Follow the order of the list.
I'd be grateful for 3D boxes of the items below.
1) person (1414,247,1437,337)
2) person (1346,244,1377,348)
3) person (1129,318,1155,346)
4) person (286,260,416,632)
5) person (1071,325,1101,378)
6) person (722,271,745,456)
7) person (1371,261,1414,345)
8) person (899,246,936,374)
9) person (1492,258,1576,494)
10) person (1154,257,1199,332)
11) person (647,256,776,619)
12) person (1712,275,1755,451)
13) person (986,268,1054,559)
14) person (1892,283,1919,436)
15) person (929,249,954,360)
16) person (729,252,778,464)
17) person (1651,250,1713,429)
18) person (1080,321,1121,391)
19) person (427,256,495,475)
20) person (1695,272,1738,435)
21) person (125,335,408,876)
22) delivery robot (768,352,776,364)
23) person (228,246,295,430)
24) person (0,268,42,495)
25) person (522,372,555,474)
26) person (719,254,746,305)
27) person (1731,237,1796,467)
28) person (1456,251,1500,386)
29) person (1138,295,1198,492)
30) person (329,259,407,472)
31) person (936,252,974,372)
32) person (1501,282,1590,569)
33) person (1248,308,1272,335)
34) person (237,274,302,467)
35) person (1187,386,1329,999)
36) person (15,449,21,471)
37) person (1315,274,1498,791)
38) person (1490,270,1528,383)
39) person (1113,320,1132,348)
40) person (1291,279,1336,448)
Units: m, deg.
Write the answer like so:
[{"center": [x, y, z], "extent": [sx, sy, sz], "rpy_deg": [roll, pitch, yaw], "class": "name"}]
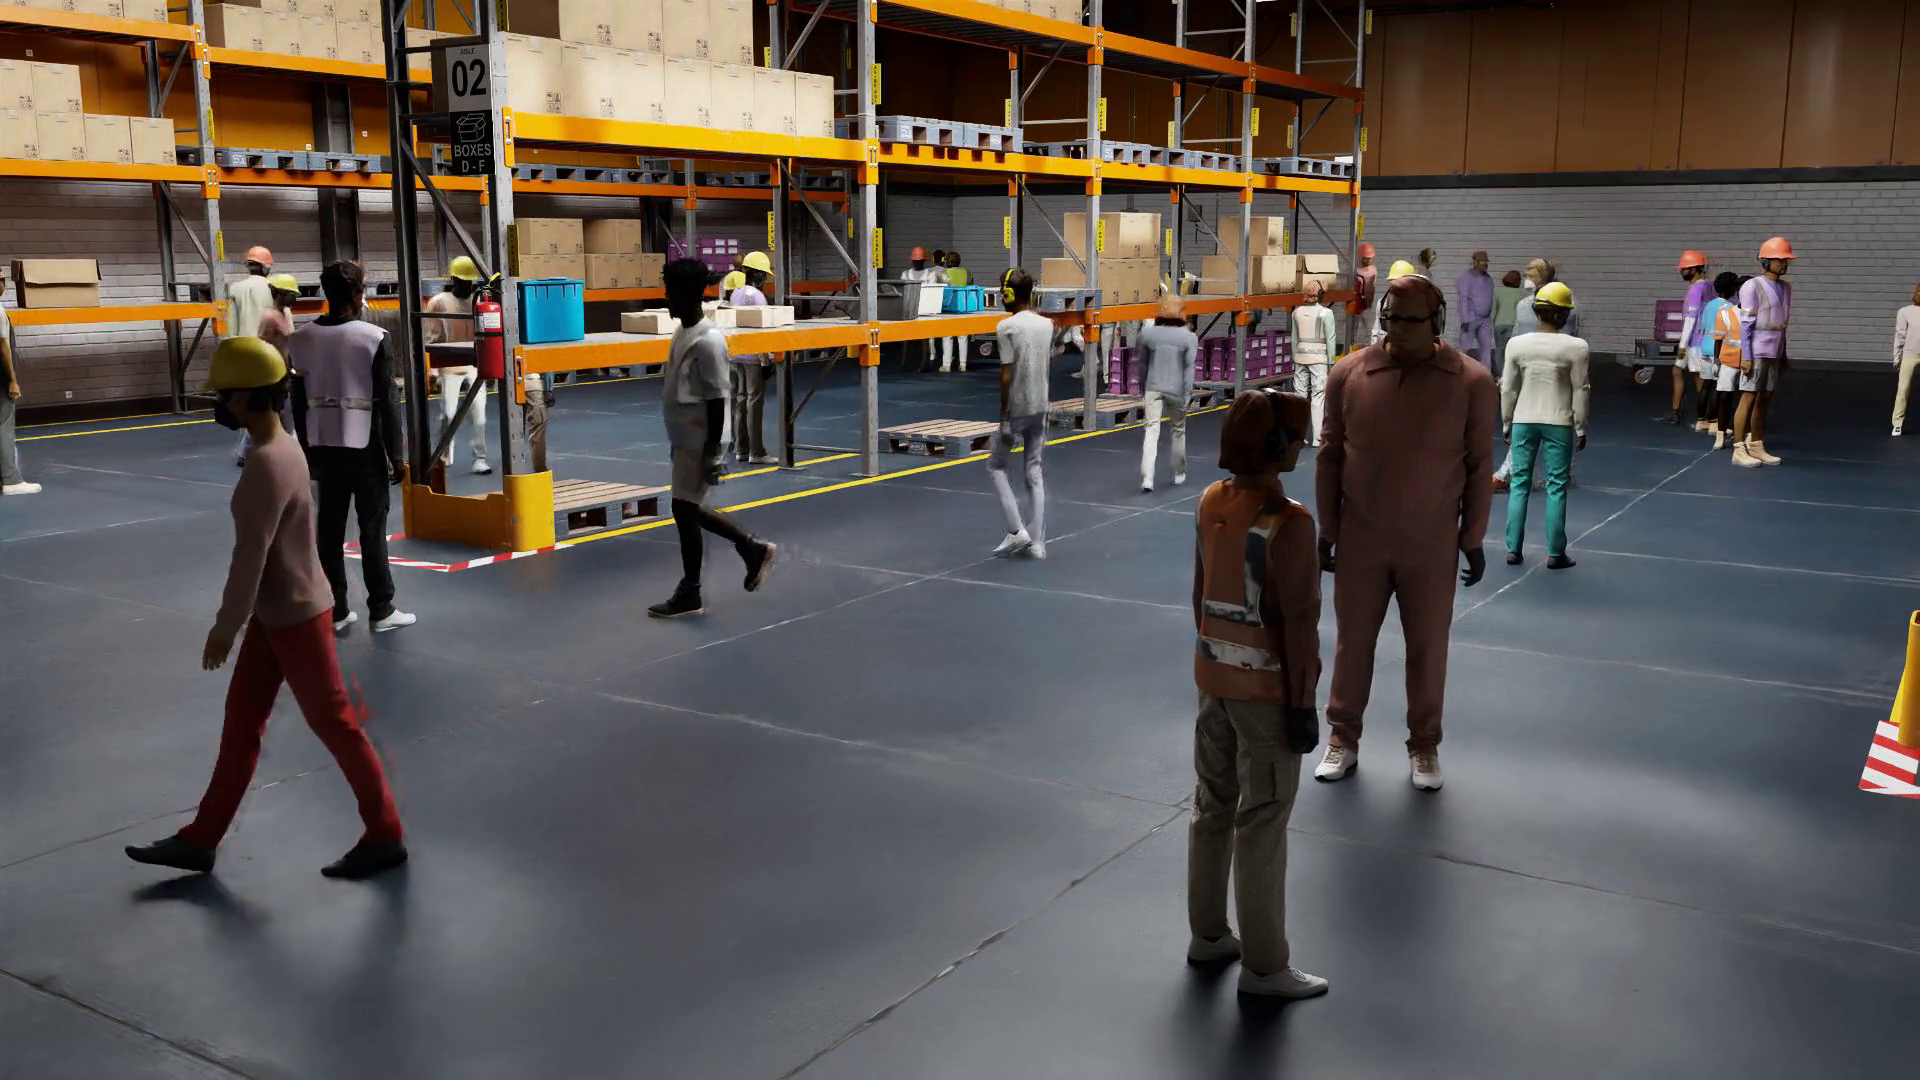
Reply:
[{"center": [6.980, -3.449, 25.107], "extent": [0.825, 1.916, 0.643], "rpy_deg": [4, 11, 20], "class": "person"}, {"center": [6.174, -3.546, 25.498], "extent": [0.625, 1.957, 0.698], "rpy_deg": [-5, 12, -28], "class": "person"}, {"center": [2.988, -3.796, 26.972], "extent": [0.359, 1.933, 0.625], "rpy_deg": [-9, 14, -42], "class": "person"}, {"center": [-3.148, -0.470, 8.574], "extent": [0.591, 1.919, 0.392], "rpy_deg": [2, 10, 10], "class": "person"}, {"center": [1.826, -3.351, 24.350], "extent": [0.435, 1.982, 0.647], "rpy_deg": [0, 10, 0], "class": "person"}, {"center": [-2.069, -1.638, 15.556], "extent": [0.483, 1.736, 0.311], "rpy_deg": [2, 10, 11], "class": "person"}, {"center": [4.099, -1.684, 15.539], "extent": [0.602, 1.830, 0.404], "rpy_deg": [9, 14, 42], "class": "person"}, {"center": [-0.640, -3.481, 25.253], "extent": [0.553, 1.923, 0.471], "rpy_deg": [1, 10, 7], "class": "person"}, {"center": [4.613, -1.317, 13.377], "extent": [0.996, 1.885, 0.647], "rpy_deg": [-2, 11, -13], "class": "person"}, {"center": [2.992, -3.035, 23.044], "extent": [0.619, 1.837, 0.430], "rpy_deg": [0, 10, 0], "class": "person"}, {"center": [-1.353, -0.554, 8.975], "extent": [0.687, 1.942, 0.626], "rpy_deg": [-4, 11, -22], "class": "person"}, {"center": [7.504, -1.690, 15.983], "extent": [0.536, 1.690, 0.322], "rpy_deg": [6, 12, 28], "class": "person"}, {"center": [0.396, -0.799, 10.590], "extent": [0.517, 1.846, 0.443], "rpy_deg": [-8, 13, -37], "class": "person"}, {"center": [9.886, -1.864, 17.123], "extent": [0.495, 1.626, 0.285], "rpy_deg": [5, 11, 24], "class": "person"}, {"center": [-0.347, -3.959, 28.060], "extent": [0.516, 1.865, 0.329], "rpy_deg": [4, 11, 21], "class": "person"}, {"center": [-1.870, -1.648, 15.106], "extent": [0.386, 1.917, 0.584], "rpy_deg": [-6, 12, -31], "class": "person"}, {"center": [7.788, -2.143, 17.884], "extent": [0.793, 1.901, 0.570], "rpy_deg": [6, 12, 31], "class": "person"}, {"center": [1.889, -2.919, 22.376], "extent": [0.589, 1.834, 0.403], "rpy_deg": [1, 10, 5], "class": "person"}, {"center": [-4.345, -1.527, 14.497], "extent": [0.614, 1.896, 0.835], "rpy_deg": [-6, 12, -30], "class": "person"}, {"center": [7.922, -1.944, 17.354], "extent": [0.317, 1.695, 0.540], "rpy_deg": [-1, 10, -3], "class": "person"}, {"center": [-2.200, 0.240, 5.182], "extent": [0.880, 1.725, 0.535], "rpy_deg": [-4, 11, -23], "class": "person"}, {"center": [-2.973, -2.762, 24.795], "extent": [0.477, 0.478, 0.707], "rpy_deg": [3, 11, 16], "class": "delivery robot"}, {"center": [-7.025, -1.990, 16.902], "extent": [0.614, 1.941, 1.006], "rpy_deg": [2, 11, 13], "class": "person"}, {"center": [-7.678, -1.278, 13.255], "extent": [0.504, 1.847, 0.345], "rpy_deg": [6, 12, 31], "class": "person"}, {"center": [-3.471, -1.195, 13.364], "extent": [0.523, 1.638, 0.310], "rpy_deg": [5, 12, 27], "class": "person"}, {"center": [-2.820, -2.783, 21.603], "extent": [0.633, 1.841, 0.429], "rpy_deg": [7, 13, 35], "class": "person"}, {"center": [7.225, -1.675, 14.901], "extent": [0.605, 2.045, 0.379], "rpy_deg": [-6, 12, -30], "class": "person"}, {"center": [7.224, -3.109, 23.326], "extent": [0.661, 1.886, 0.827], "rpy_deg": [-5, 12, -27], "class": "person"}, {"center": [1.672, -1.194, 13.513], "extent": [0.501, 1.584, 0.880], "rpy_deg": [3, 11, 15], "class": "person"}, {"center": [-4.994, -1.393, 13.848], "extent": [0.650, 1.869, 0.581], "rpy_deg": [-7, 13, -35], "class": "person"}, {"center": [-0.102, -3.515, 25.652], "extent": [0.626, 1.846, 0.429], "rpy_deg": [-5, 11, -26], "class": "person"}, {"center": [3.625, -0.707, 10.315], "extent": [0.530, 1.765, 0.326], "rpy_deg": [8, 13, 36], "class": "person"}, {"center": [4.976, -3.968, 28.049], "extent": [0.567, 1.881, 0.979], "rpy_deg": [-2, 10, -12], "class": "person"}, {"center": [-6.003, -1.463, 14.627], "extent": [0.891, 1.716, 0.548], "rpy_deg": [-2, 10, -10], "class": "person"}, {"center": [0.790, 0.409, 4.476], "extent": [0.309, 1.641, 0.515], "rpy_deg": [-5, 11, -24], "class": "person"}, {"center": [-8.127, -1.324, 13.606], "extent": [0.591, 1.816, 0.536], "rpy_deg": [4, 11, 23], "class": "person"}, {"center": [1.620, -0.021, 6.145], "extent": [0.637, 1.901, 0.403], "rpy_deg": [4, 11, 20], "class": "person"}, {"center": [7.706, -2.986, 23.407], "extent": [0.516, 1.590, 0.775], "rpy_deg": [5, 11, 25], "class": "person"}, {"center": [2.876, -4.239, 29.551], "extent": [0.587, 1.882, 0.341], "rpy_deg": [-4, 11, -22], "class": "person"}, {"center": [3.450, -1.718, 16.267], "extent": [0.307, 1.640, 0.513], "rpy_deg": [-9, 13, -40], "class": "person"}]
